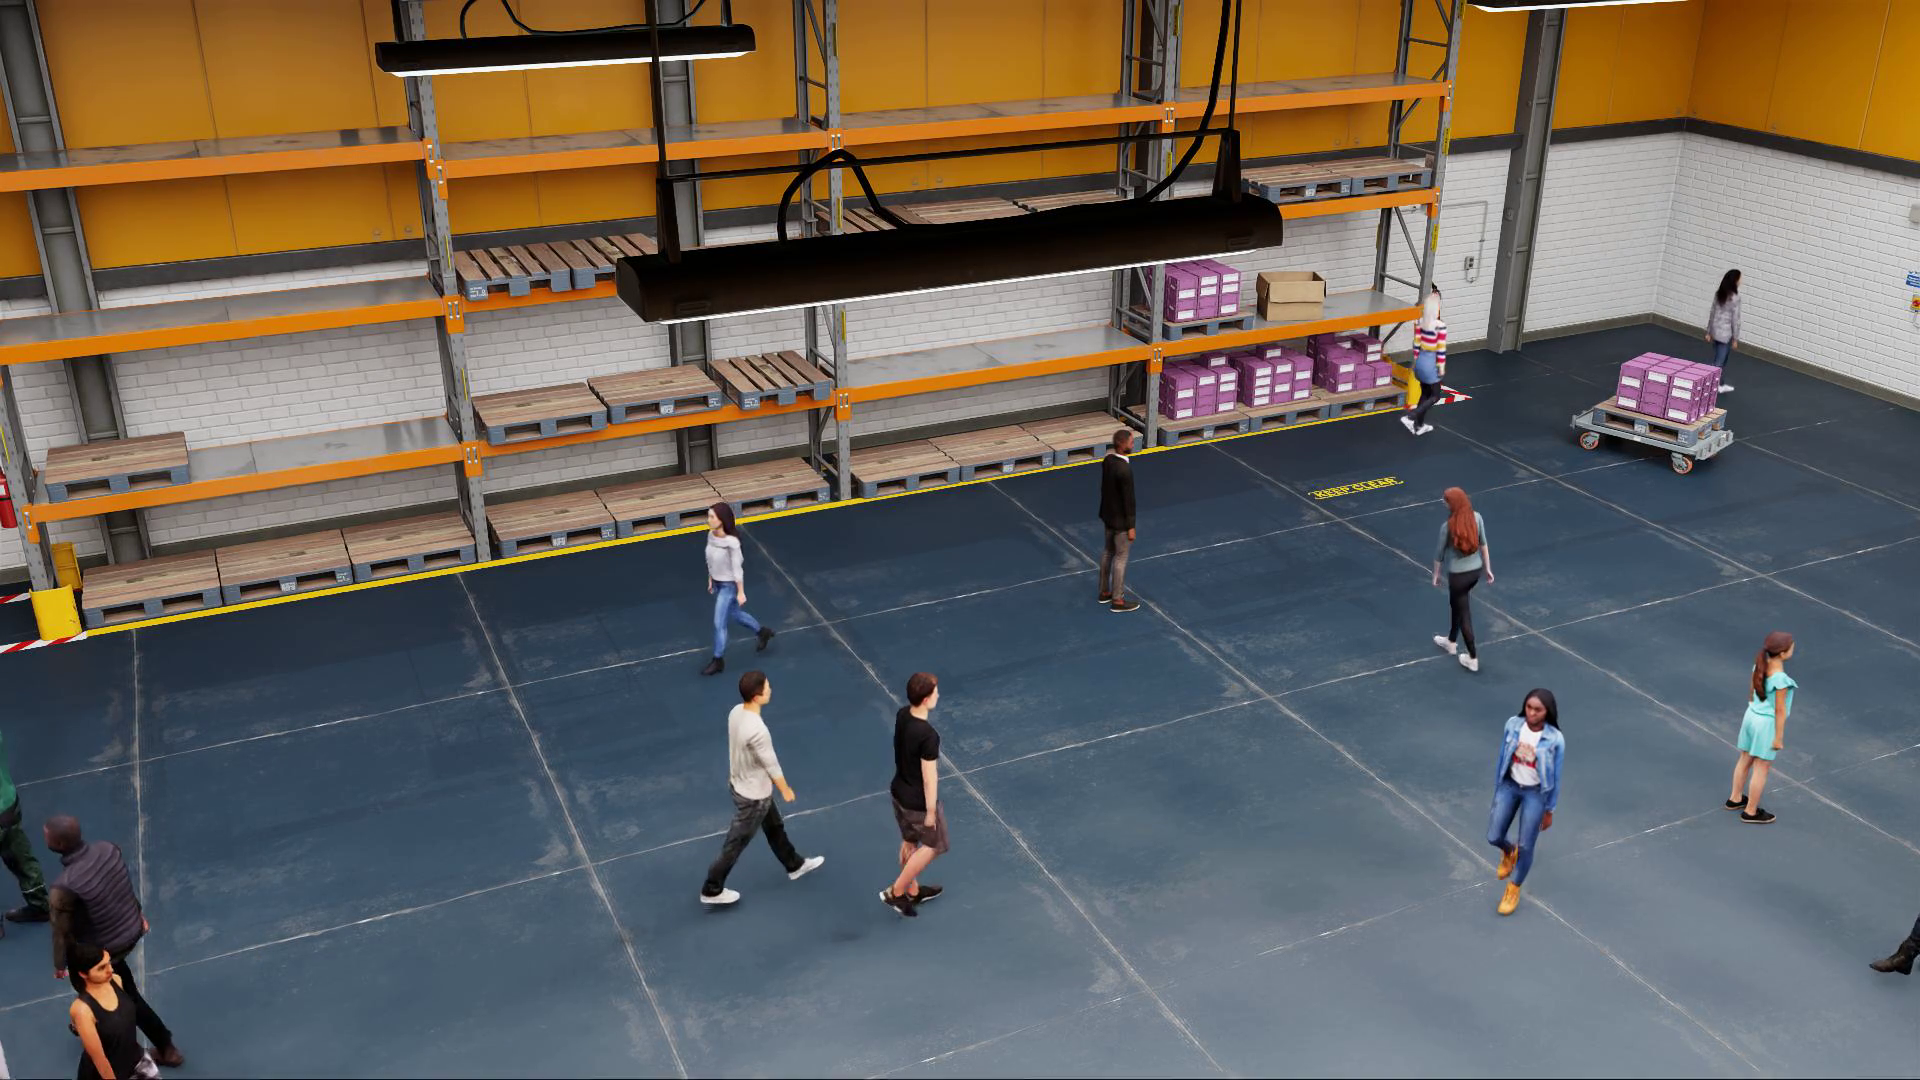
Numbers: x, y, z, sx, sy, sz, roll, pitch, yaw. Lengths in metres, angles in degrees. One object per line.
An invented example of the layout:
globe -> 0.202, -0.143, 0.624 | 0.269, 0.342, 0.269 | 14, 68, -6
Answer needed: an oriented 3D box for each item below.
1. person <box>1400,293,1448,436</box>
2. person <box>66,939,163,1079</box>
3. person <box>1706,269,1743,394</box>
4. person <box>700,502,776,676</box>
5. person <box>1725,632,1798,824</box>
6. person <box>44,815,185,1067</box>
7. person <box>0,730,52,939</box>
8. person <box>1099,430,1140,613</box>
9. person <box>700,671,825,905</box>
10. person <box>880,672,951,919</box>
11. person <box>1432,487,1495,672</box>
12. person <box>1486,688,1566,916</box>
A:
person -> 5.648, -2.106, 20.266 | 0.806, 1.795, 0.655 | -11, 26, -24
person -> -4.688, 2.874, 9.058 | 0.969, 1.646, 0.843 | 4, 24, 8
person -> 9.862, -2.653, 21.633 | 1.104, 1.702, 0.727 | -7, 25, -15
person -> -1.994, 0.397, 14.772 | 1.063, 1.607, 0.738 | -15, 28, -31
person -> 6.066, 1.392, 12.558 | 0.608, 1.557, 0.601 | -4, 24, -9
person -> -4.986, 2.425, 9.893 | 1.181, 1.801, 1.054 | 4, 24, 9
person -> -6.443, 1.806, 11.198 | 0.882, 1.889, 0.783 | -7, 24, -15
person -> 1.508, -0.195, 15.884 | 0.548, 1.802, 0.655 | -10, 25, -21
person -> -1.524, 1.764, 11.457 | 1.162, 1.759, 0.670 | -10, 26, -22
person -> -0.381, 1.756, 11.361 | 0.807, 1.850, 0.713 | -14, 27, -28
person -> 4.500, 0.369, 14.735 | 0.756, 1.688, 0.726 | -5, 24, -11
person -> 3.944, 1.766, 11.525 | 0.778, 1.701, 0.861 | 17, 29, 34
